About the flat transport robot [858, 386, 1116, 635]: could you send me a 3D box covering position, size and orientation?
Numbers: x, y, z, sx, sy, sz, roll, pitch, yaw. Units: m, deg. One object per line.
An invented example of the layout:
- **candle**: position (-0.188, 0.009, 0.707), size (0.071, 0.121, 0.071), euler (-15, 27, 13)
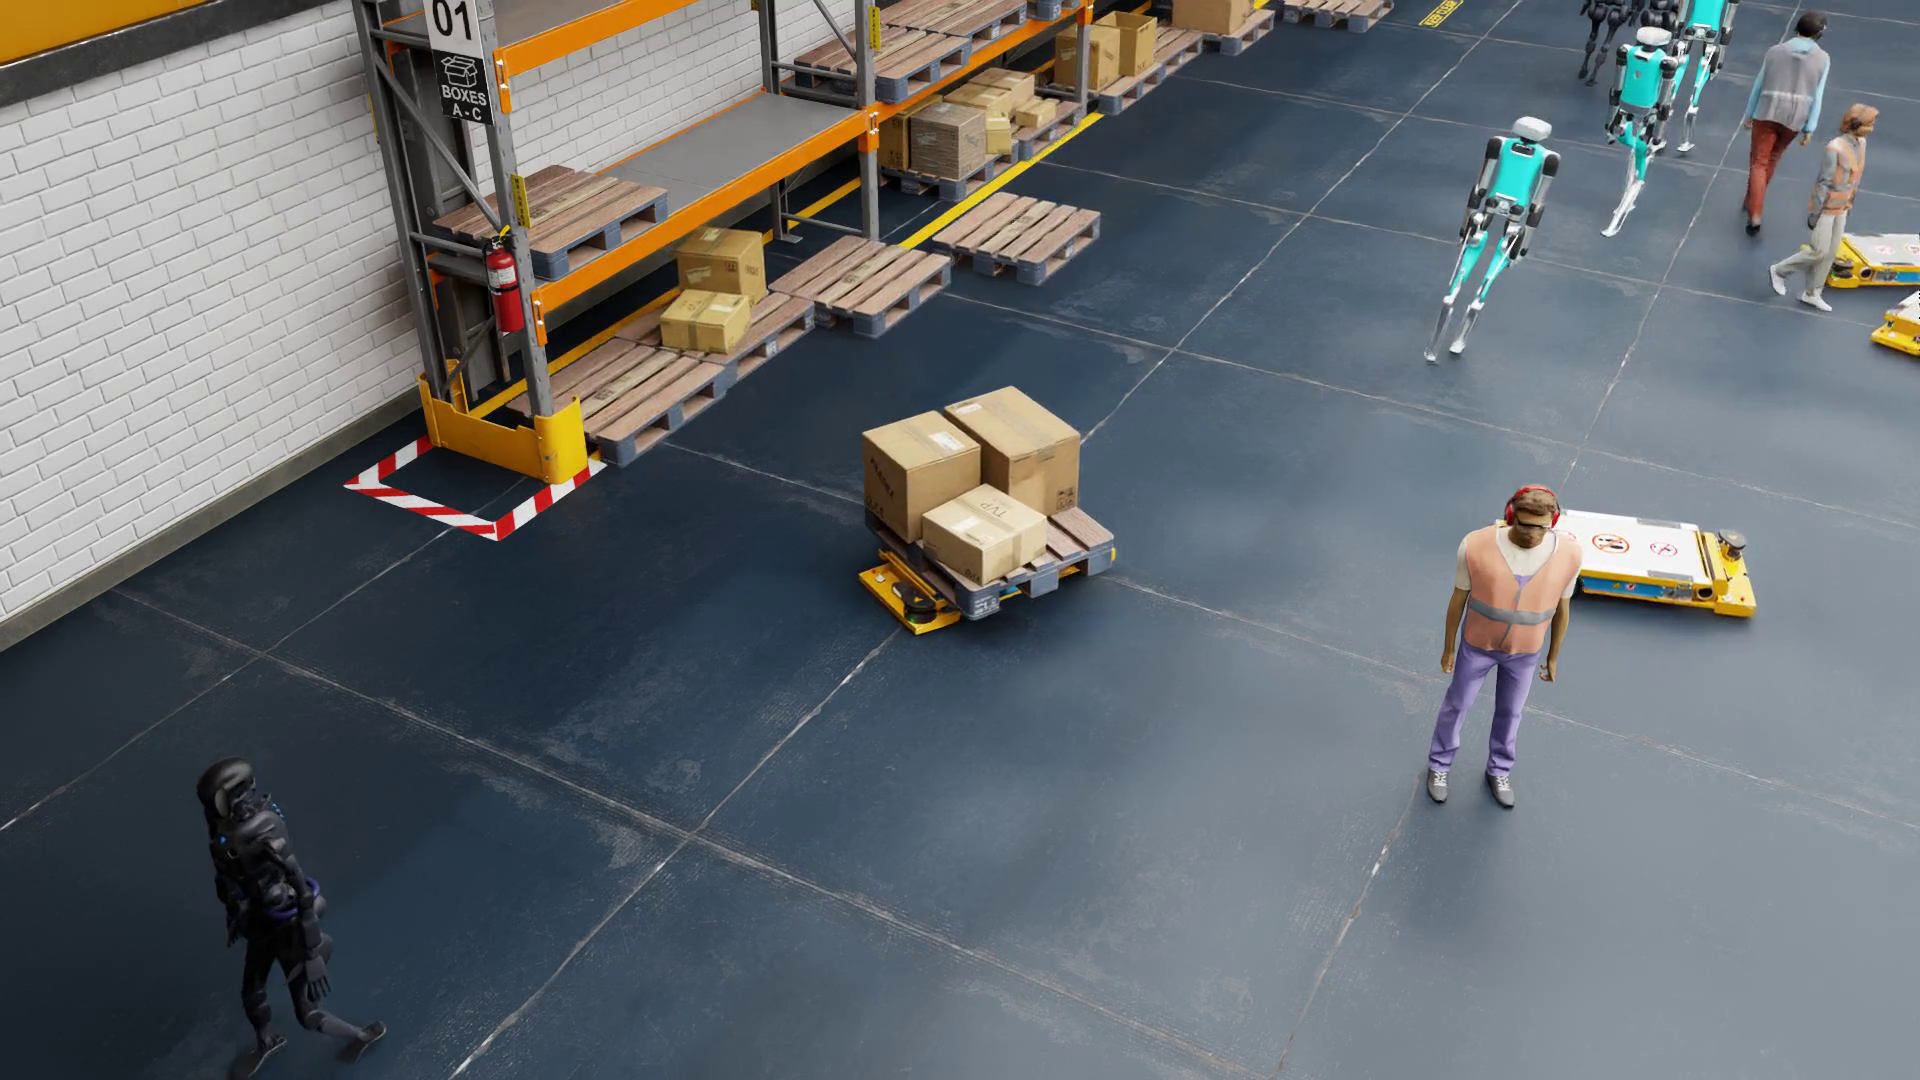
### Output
- **flat transport robot**: position (0.171, 0.121, 9.965), size (1.431, 0.231, 0.659), euler (-20, 38, -27)

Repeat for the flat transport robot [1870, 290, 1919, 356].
- **flat transport robot**: position (7.617, -1.700, 12.719), size (1.431, 0.231, 0.659), euler (-26, 42, -34)

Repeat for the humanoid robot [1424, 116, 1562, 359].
- **humanoid robot**: position (3.824, -2.072, 12.033), size (0.608, 1.842, 0.832), euler (20, 38, 27)

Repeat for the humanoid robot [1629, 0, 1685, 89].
- **humanoid robot**: position (7.265, -5.482, 17.176), size (0.584, 1.658, 0.374), euler (-5, 34, -8)

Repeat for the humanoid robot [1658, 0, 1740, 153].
- **humanoid robot**: position (6.809, -4.457, 15.468), size (0.533, 1.693, 0.718), euler (17, 37, 24)

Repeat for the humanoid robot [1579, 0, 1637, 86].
- **humanoid robot**: position (6.786, -5.600, 17.350), size (0.588, 1.643, 0.468), euler (20, 38, 28)

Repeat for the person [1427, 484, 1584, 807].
- **person**: position (2.593, 0.494, 7.985), size (0.559, 1.836, 0.390), euler (4, 34, 6)

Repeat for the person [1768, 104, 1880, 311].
- **person**: position (6.652, -2.555, 12.778), size (0.554, 1.621, 0.458), euler (-23, 40, -31)

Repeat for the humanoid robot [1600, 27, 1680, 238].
- **humanoid robot**: position (5.798, -3.491, 14.112), size (0.915, 1.771, 0.542), euler (-25, 41, -33)

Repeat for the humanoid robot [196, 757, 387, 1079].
- **humanoid robot**: position (-2.709, 1.540, 6.576), size (0.612, 1.649, 0.515), euler (20, 38, 27)

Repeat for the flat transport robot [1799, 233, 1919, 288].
- **flat transport robot**: position (7.718, -2.268, 13.580), size (1.431, 0.231, 0.659), euler (1, 33, 1)

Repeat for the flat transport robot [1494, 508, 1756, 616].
- **flat transport robot**: position (3.965, 0.117, 9.970), size (1.431, 0.231, 0.659), euler (7, 34, 11)

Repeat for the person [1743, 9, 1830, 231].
- **person**: position (6.971, -3.562, 14.127), size (0.569, 1.832, 0.929), euler (10, 35, 15)
